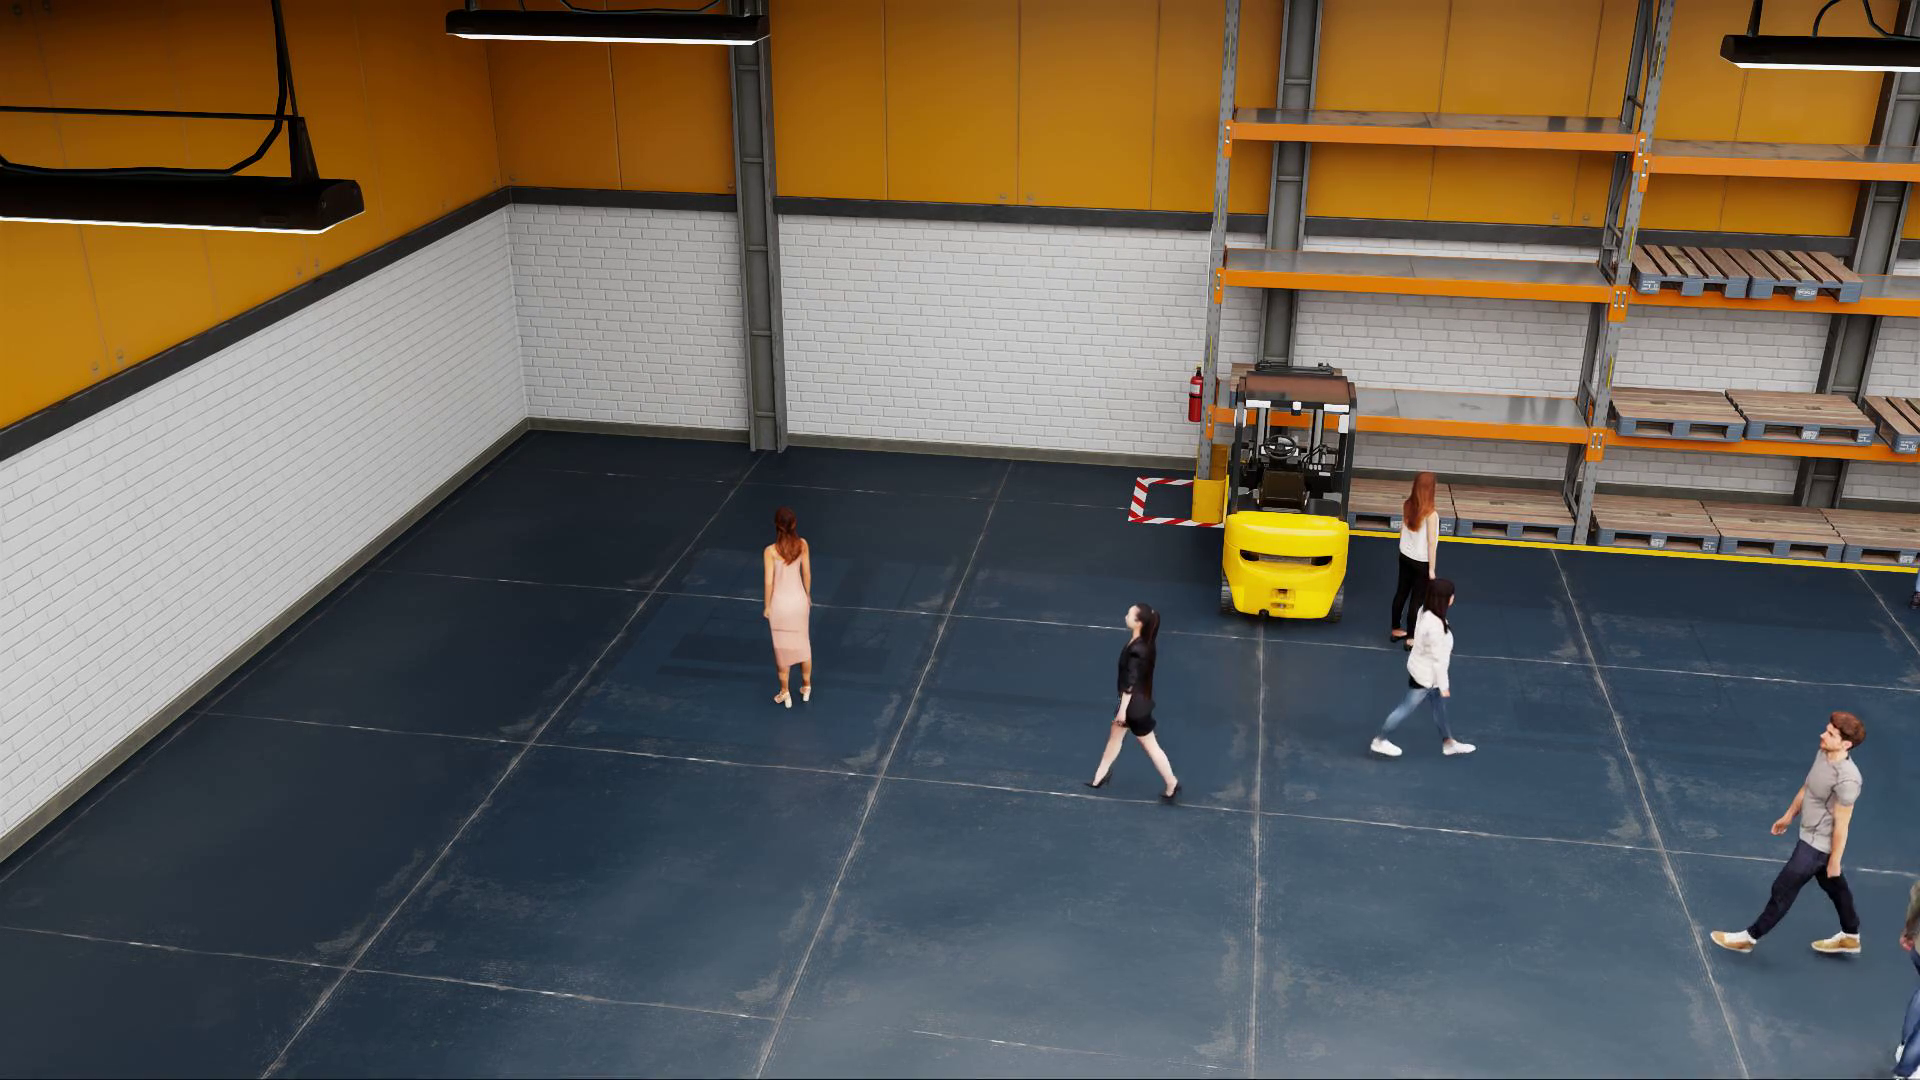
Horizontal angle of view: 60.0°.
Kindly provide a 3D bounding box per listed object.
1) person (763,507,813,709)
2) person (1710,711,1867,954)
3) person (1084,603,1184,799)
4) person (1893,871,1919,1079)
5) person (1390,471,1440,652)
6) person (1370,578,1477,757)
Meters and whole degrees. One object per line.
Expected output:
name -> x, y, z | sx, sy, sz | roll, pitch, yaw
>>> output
person -> -1.458, 0.567, 14.199 | 0.643, 1.831, 0.723 | -13, 27, -27
person -> 5.745, 1.983, 10.935 | 1.211, 1.850, 0.675 | 5, 24, 12
person -> 1.439, 1.291, 12.761 | 0.995, 1.656, 0.620 | 5, 24, 12
person -> 5.760, 2.482, 9.801 | 0.921, 1.845, 0.872 | -11, 26, -24
person -> 4.170, 0.179, 15.223 | 0.679, 1.722, 0.657 | -11, 26, -23
person -> 3.666, 1.065, 13.356 | 1.078, 1.593, 0.680 | 2, 24, 6
